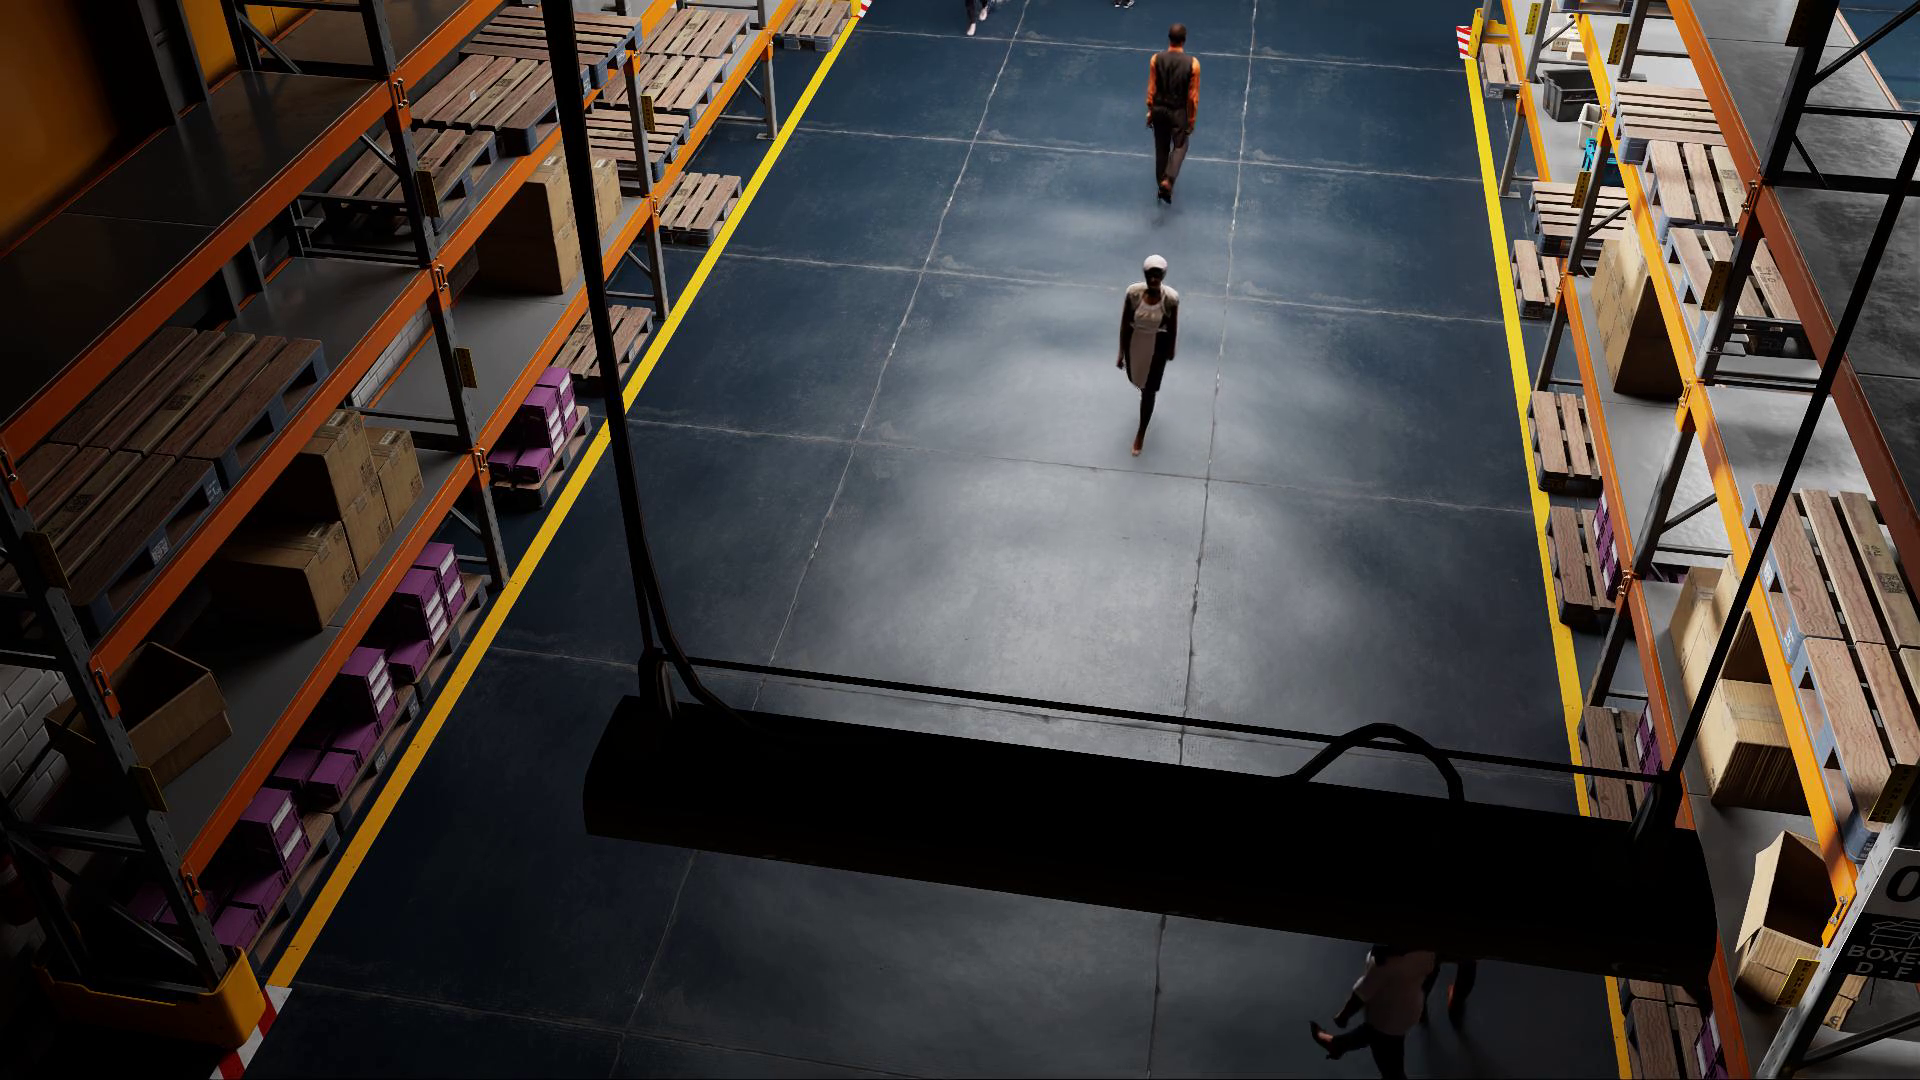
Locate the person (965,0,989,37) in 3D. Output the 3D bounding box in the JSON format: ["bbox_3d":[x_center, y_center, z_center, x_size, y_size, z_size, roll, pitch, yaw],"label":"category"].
[{"bbox_3d":[0.187,-7.248,20.901,0.608,1.718,0.804,11,40,13],"label":"person"}]

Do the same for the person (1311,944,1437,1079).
[{"bbox_3d":[2.311,2.546,8.613,1.077,1.749,1.123,-24,45,-27],"label":"person"}]

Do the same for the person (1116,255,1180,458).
[{"bbox_3d":[1.564,-1.627,13.866,0.725,1.713,1.114,13,40,15],"label":"person"}]

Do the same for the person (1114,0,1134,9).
[{"bbox_3d":[2.157,-7.598,21.713,0.538,1.251,0.506,12,40,14],"label":"person"}]

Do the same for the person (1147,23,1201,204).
[{"bbox_3d":[2.154,-4.344,17.125,0.771,1.891,1.033,11,40,13],"label":"person"}]
